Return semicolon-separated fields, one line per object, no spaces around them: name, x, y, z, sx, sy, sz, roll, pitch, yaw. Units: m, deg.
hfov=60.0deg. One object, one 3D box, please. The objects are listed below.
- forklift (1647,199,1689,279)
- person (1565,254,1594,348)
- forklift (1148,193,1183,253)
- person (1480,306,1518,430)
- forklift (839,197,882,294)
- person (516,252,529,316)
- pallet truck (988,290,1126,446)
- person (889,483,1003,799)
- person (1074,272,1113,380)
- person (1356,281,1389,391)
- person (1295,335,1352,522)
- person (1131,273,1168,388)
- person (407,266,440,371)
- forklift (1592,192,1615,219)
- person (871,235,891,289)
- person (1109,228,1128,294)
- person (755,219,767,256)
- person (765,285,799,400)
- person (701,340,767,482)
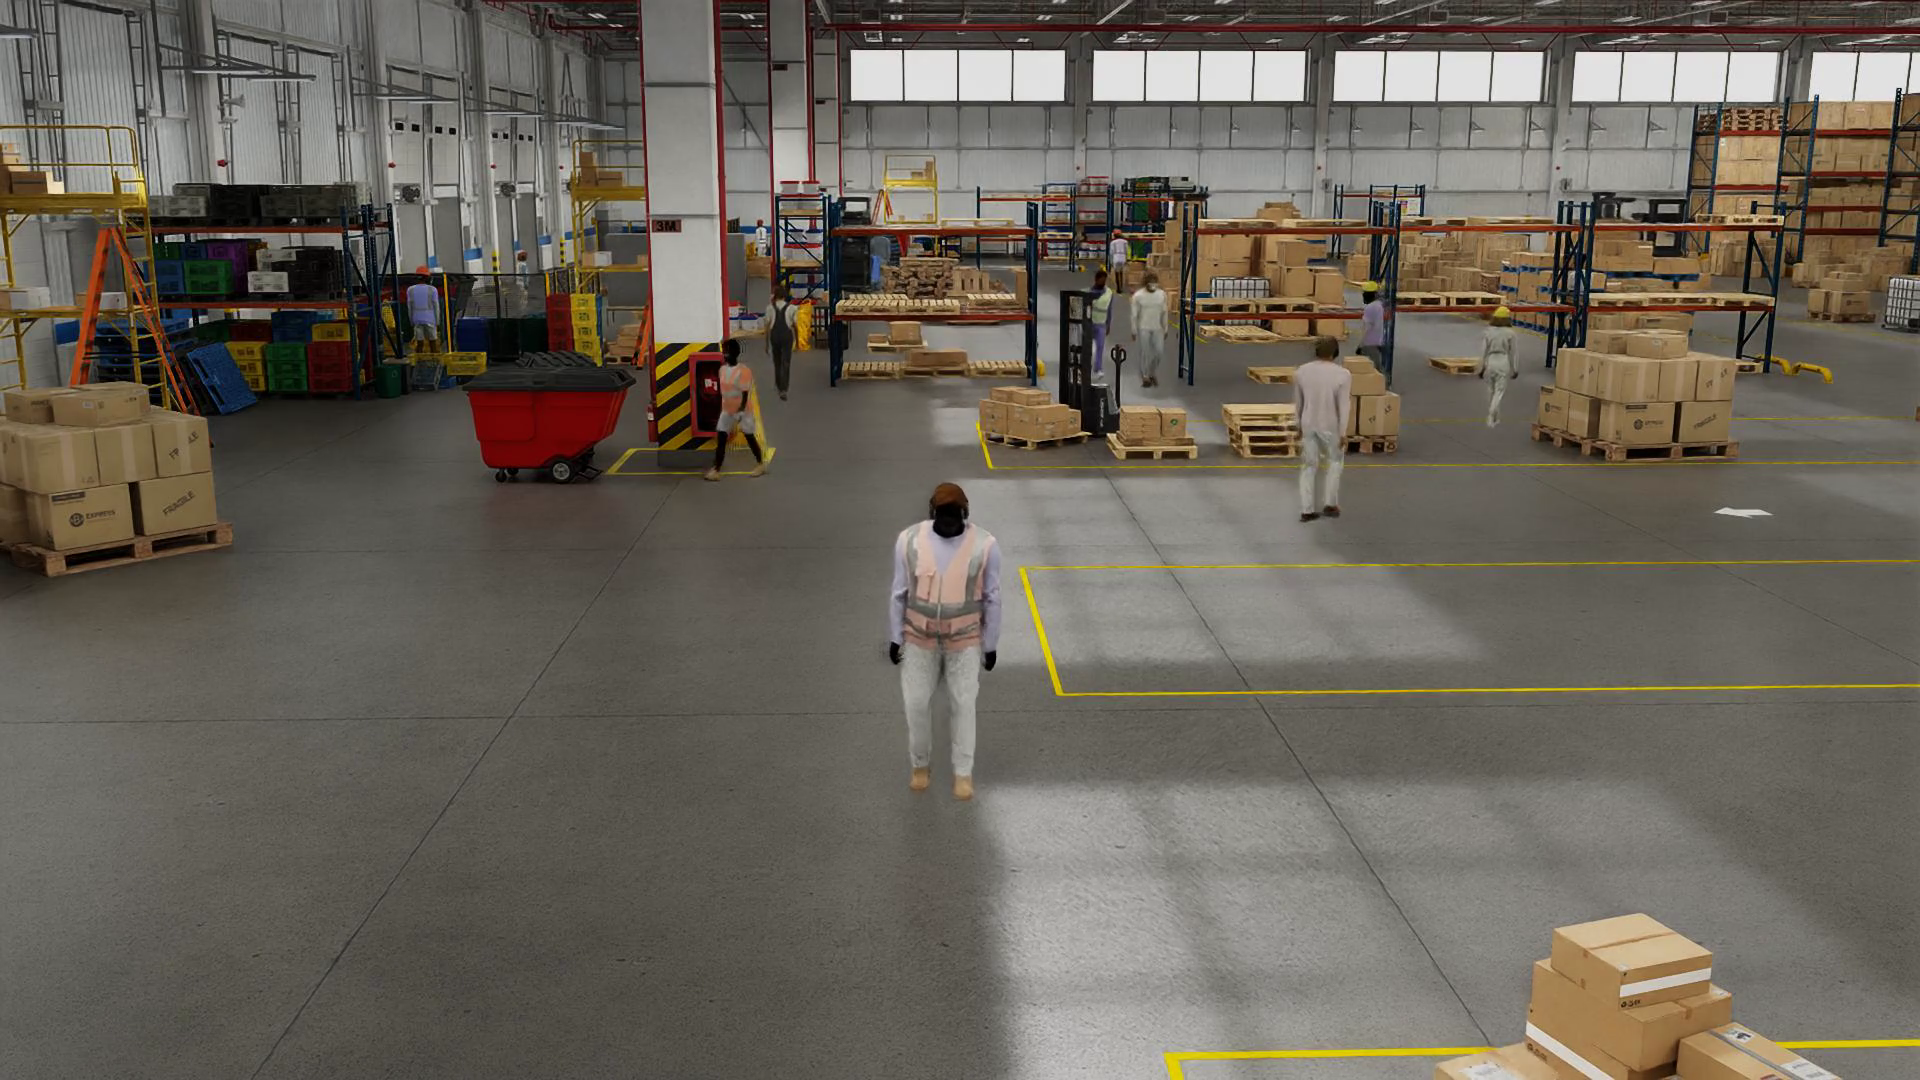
forklift;19.207;-7.892;45.353;1.129;2.768;1.873;0;12;-2
person;12.304;-4.728;33.147;0.606;1.966;0.367;-7;14;-27
forklift;7.418;-10.493;57.099;1.873;2.768;1.129;1;13;5
person;7.516;-2.409;23.266;0.493;1.715;0.831;8;15;33
forklift;-3.050;-8.675;48.889;1.129;2.768;1.873;3;13;14
person;-10.710;-6.241;40.751;0.312;1.633;0.521;-7;14;-27
pallet truck;1.257;-2.299;22.111;1.885;1.965;0.823;-9;15;-35
person;-0.077;0.568;9.531;0.654;1.834;0.429;2;13;8
person;2.300;-3.698;28.736;0.703;1.854;1.000;-1;13;-3
person;6.352;-3.109;26.036;0.974;1.870;0.609;6;14;25
person;3.745;-1.150;17.113;0.648;1.915;0.688;8;15;33
person;3.146;-3.471;27.588;0.672;1.909;0.518;-3;13;-15
person;-9.415;-3.847;29.263;0.546;1.926;0.388;0;12;-1
forklift;23.541;-11.386;61.127;1.129;2.768;1.873;-8;15;-31
person;-2.426;-8.545;50.544;0.636;1.908;0.938;0;12;1
person;4.667;-8.263;49.264;0.571;1.896;0.728;-2;13;-9
person;-7.092;-10.456;59.199;0.343;1.882;0.586;6;14;25
person;-2.820;-3.134;26.346;0.523;1.801;0.986;-1;13;-3
person;-2.607;-1.504;19.322;0.536;1.648;0.889;9;15;34
